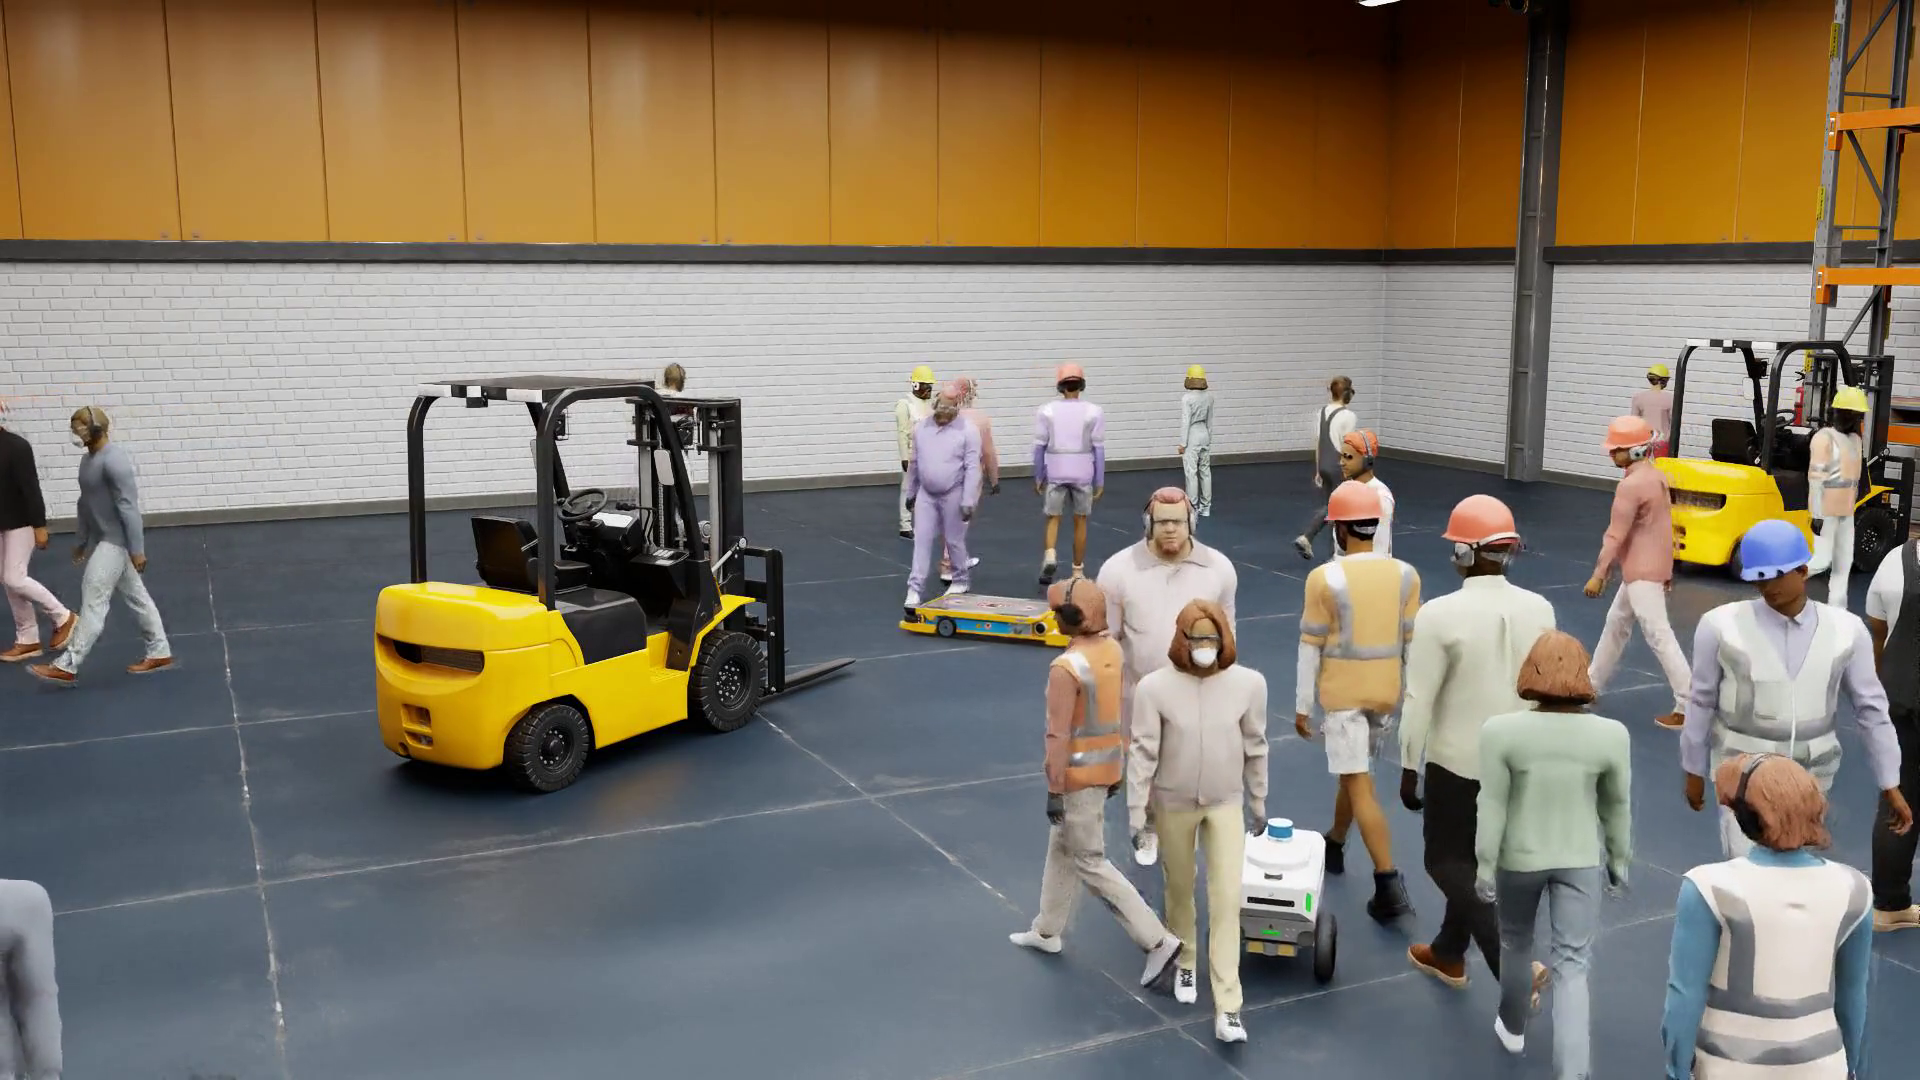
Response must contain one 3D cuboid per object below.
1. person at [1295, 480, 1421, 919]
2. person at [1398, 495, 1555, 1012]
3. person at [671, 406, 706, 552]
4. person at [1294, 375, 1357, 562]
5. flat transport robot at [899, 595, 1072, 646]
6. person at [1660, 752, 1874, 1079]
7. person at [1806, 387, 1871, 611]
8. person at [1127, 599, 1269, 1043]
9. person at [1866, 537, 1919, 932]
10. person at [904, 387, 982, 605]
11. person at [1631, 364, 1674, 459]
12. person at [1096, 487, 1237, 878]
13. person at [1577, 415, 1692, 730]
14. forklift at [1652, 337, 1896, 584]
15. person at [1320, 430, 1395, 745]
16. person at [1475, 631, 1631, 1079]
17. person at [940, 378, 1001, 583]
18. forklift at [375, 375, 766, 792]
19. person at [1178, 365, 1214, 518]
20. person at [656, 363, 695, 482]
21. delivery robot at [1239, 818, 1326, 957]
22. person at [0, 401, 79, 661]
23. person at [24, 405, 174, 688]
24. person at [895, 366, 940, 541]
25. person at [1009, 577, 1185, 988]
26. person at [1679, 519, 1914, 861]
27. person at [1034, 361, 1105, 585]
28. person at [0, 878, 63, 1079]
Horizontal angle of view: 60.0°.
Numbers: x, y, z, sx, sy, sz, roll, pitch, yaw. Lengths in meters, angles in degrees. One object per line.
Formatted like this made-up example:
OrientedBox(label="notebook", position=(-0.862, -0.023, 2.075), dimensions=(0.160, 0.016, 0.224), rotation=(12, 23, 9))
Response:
OrientedBox(label="person", position=(1.779, 0.684, 7.362), dimensions=(0.544, 1.887, 0.996), rotation=(-3, 10, -18))
OrientedBox(label="person", position=(1.969, 0.817, 6.239), dimensions=(0.622, 1.969, 0.812), rotation=(-3, 10, -20))
OrientedBox(label="person", position=(-1.995, -0.102, 12.241), dimensions=(0.986, 1.873, 0.599), rotation=(-1, 9, -4))
OrientedBox(label="person", position=(3.509, -0.636, 15.697), dimensions=(0.509, 1.829, 0.508), rotation=(-4, 10, -24))
OrientedBox(label="flat transport robot", position=(0.314, 0.599, 12.839), dimensions=(1.431, 0.197, 0.652), rotation=(4, 10, 24))
OrientedBox(label="person", position=(1.991, 1.321, 4.155), dimensions=(0.546, 1.620, 0.378), rotation=(-1, 9, -5))
OrientedBox(label="person", position=(6.820, -0.257, 13.093), dimensions=(0.612, 1.909, 0.672), rotation=(-5, 11, -30))
OrientedBox(label="person", position=(0.877, 1.020, 6.107), dimensions=(0.530, 1.592, 0.807), rotation=(1, 9, 3))
OrientedBox(label="person", position=(4.106, 0.683, 6.847), dimensions=(0.536, 2.000, 0.684), rotation=(-2, 9, -15))
OrientedBox(label="person", position=(-0.177, -0.365, 13.966), dimensions=(0.714, 1.849, 0.926), rotation=(4, 10, 23))
OrientedBox(label="person", position=(7.855, -1.111, 18.835), dimensions=(0.526, 1.765, 0.329), rotation=(7, 12, 39))
OrientedBox(label="person", position=(0.917, 0.671, 7.531), dimensions=(0.660, 1.859, 1.003), rotation=(1, 9, 5))
OrientedBox(label="person", position=(4.175, 0.192, 10.266), dimensions=(1.033, 1.927, 0.626), rotation=(7, 11, 37))
OrientedBox(label="forklift", position=(7.551, -0.789, 15.507), dimensions=(2.313, 2.155, 1.214), rotation=(-4, 10, -25))
OrientedBox(label="person", position=(2.371, 0.283, 9.837), dimensions=(0.350, 1.880, 0.578), rotation=(-1, 9, -4))
OrientedBox(label="person", position=(2.008, 1.101, 5.635), dimensions=(0.513, 1.595, 0.842), rotation=(2, 9, 11))
OrientedBox(label="person", position=(0.008, -0.543, 15.114), dimensions=(0.649, 1.849, 0.955), rotation=(6, 11, 33))
OrientedBox(label="forklift", position=(-2.268, 0.149, 9.685), dimensions=(1.214, 2.155, 2.313), rotation=(6, 11, 32))
OrientedBox(label="person", position=(2.675, -1.124, 18.978), dimensions=(0.494, 1.743, 0.302), rotation=(-7, 12, -39))
OrientedBox(label="person", position=(-2.898, -0.784, 16.373), dimensions=(0.623, 1.909, 0.848), rotation=(5, 10, 27))
OrientedBox(label="delivery robot", position=(1.304, 1.384, 6.806), dimensions=(0.477, 0.478, 0.707), rotation=(3, 10, 16))
OrientedBox(label="person", position=(-6.820, -0.099, 11.956), dimensions=(0.655, 1.955, 0.567), rotation=(5, 11, 31))
OrientedBox(label="person", position=(-5.882, 0.044, 11.274), dimensions=(1.010, 1.886, 0.642), rotation=(-8, 12, -39))
OrientedBox(label="person", position=(-0.419, -0.909, 17.412), dimensions=(0.403, 1.824, 0.598), rotation=(8, 12, 40))
OrientedBox(label="person", position=(0.539, 0.942, 6.593), dimensions=(0.786, 1.605, 0.531), rotation=(5, 11, 29))
OrientedBox(label="person", position=(3.038, 0.881, 6.020), dimensions=(0.699, 1.895, 0.924), rotation=(1, 9, 6))
OrientedBox(label="person", position=(0.963, -0.563, 14.672), dimensions=(0.630, 2.026, 0.655), rotation=(2, 9, 10))
OrientedBox(label="person", position=(-2.495, 1.349, 4.114), dimensions=(0.501, 1.591, 0.841), rotation=(-5, 11, -30))
